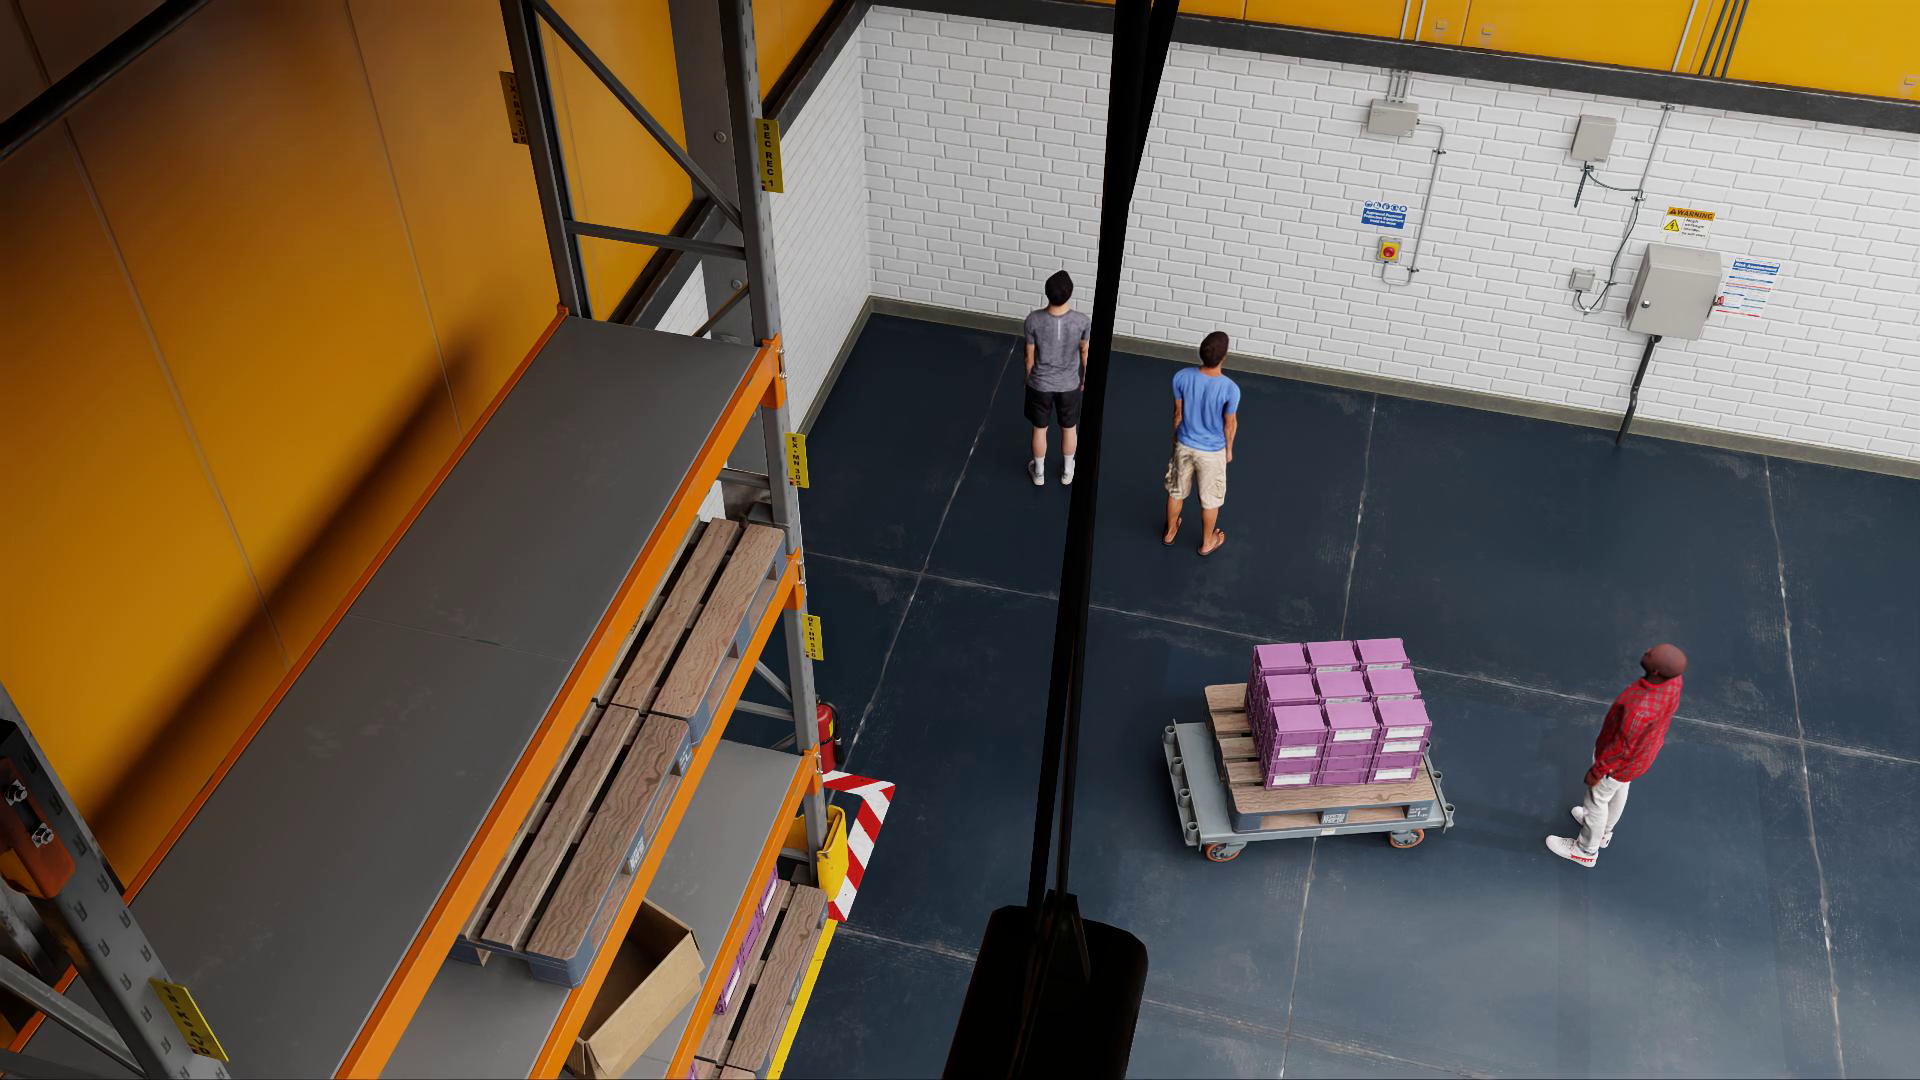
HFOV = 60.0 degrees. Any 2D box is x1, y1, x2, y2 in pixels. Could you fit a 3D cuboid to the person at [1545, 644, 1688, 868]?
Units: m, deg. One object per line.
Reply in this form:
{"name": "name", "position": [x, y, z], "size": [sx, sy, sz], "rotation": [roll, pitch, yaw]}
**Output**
{"name": "person", "position": [3.871, 1.229, 9.669], "size": [0.708, 1.820, 0.816], "rotation": [-33, 53, -30]}

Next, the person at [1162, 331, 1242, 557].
{"name": "person", "position": [1.685, -0.667, 11.627], "size": [0.683, 1.864, 0.626], "rotation": [18, 47, 18]}

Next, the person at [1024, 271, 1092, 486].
{"name": "person", "position": [0.693, -1.162, 12.142], "size": [0.709, 1.871, 0.646], "rotation": [0, 44, 0]}
